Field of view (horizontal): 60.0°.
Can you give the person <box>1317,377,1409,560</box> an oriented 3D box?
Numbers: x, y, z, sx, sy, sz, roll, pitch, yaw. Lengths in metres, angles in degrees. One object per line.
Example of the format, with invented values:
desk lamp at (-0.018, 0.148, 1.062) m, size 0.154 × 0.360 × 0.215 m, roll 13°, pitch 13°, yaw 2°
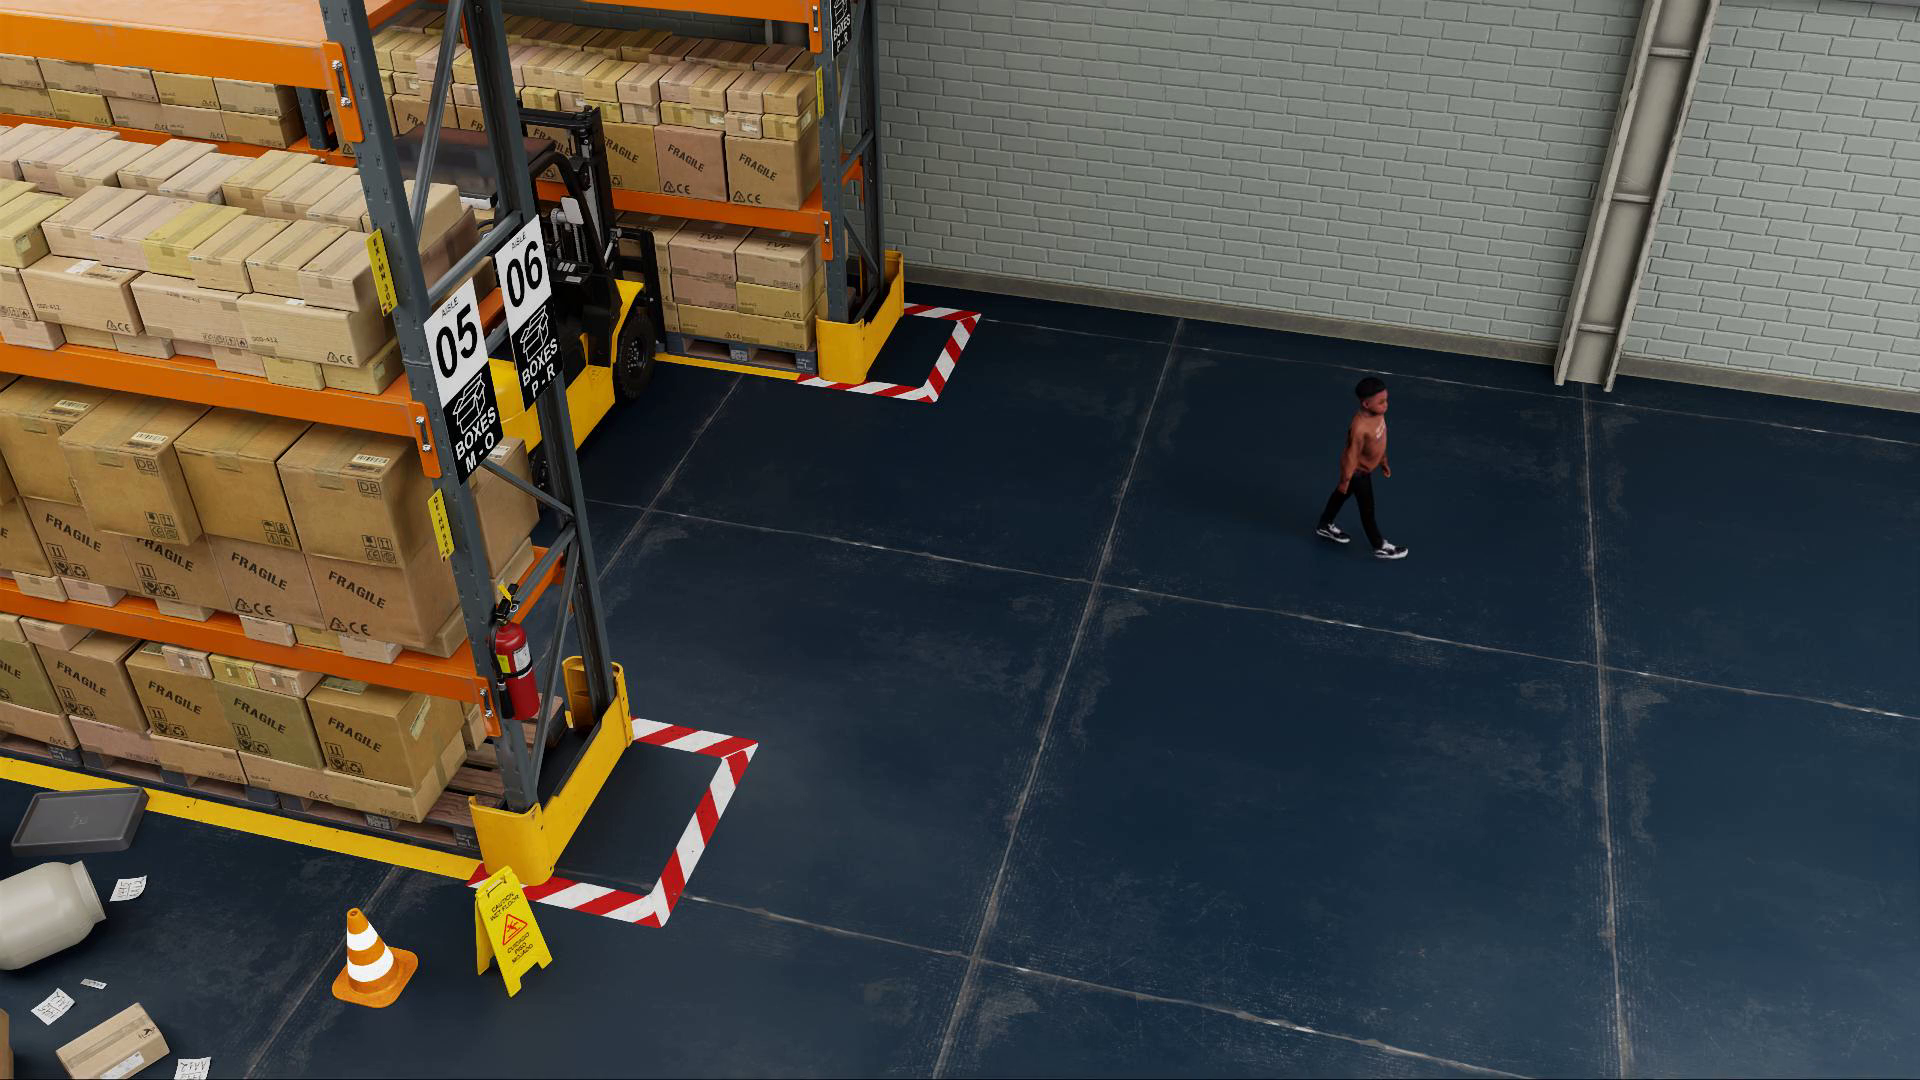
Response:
person at (2.411, -0.479, 10.297) m, size 0.877 × 1.231 × 0.638 m, roll 18°, pitch 41°, yaw 22°
